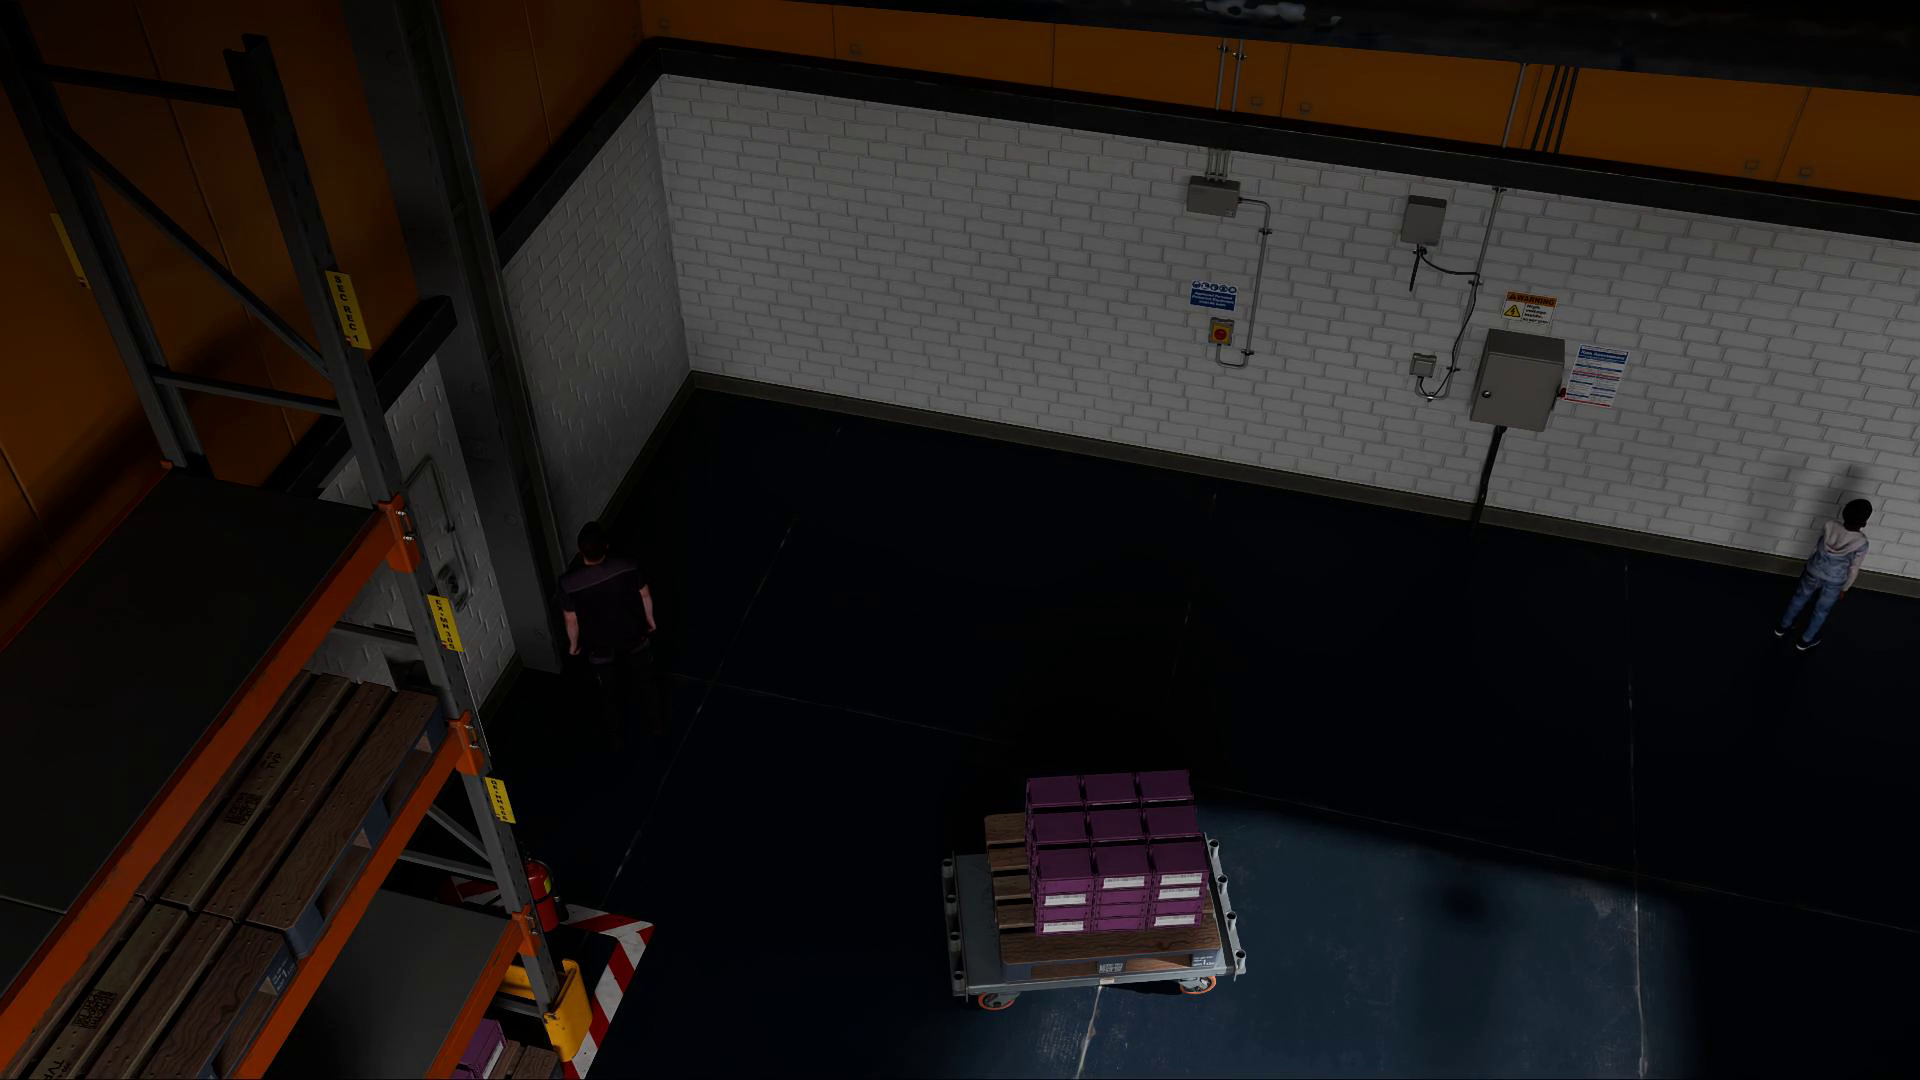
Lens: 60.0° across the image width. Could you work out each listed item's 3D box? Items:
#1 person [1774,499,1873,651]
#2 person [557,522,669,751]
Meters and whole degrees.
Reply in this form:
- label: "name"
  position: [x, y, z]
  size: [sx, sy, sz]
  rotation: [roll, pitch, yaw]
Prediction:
- label: "person"
  position: [5.796, 0.215, 11.131]
  size: [0.602, 1.258, 0.555]
  rotation: [-32, 52, -29]
- label: "person"
  position: [-2.144, 0.592, 10.311]
  size: [0.803, 1.844, 0.824]
  rotation: [-16, 46, -16]
